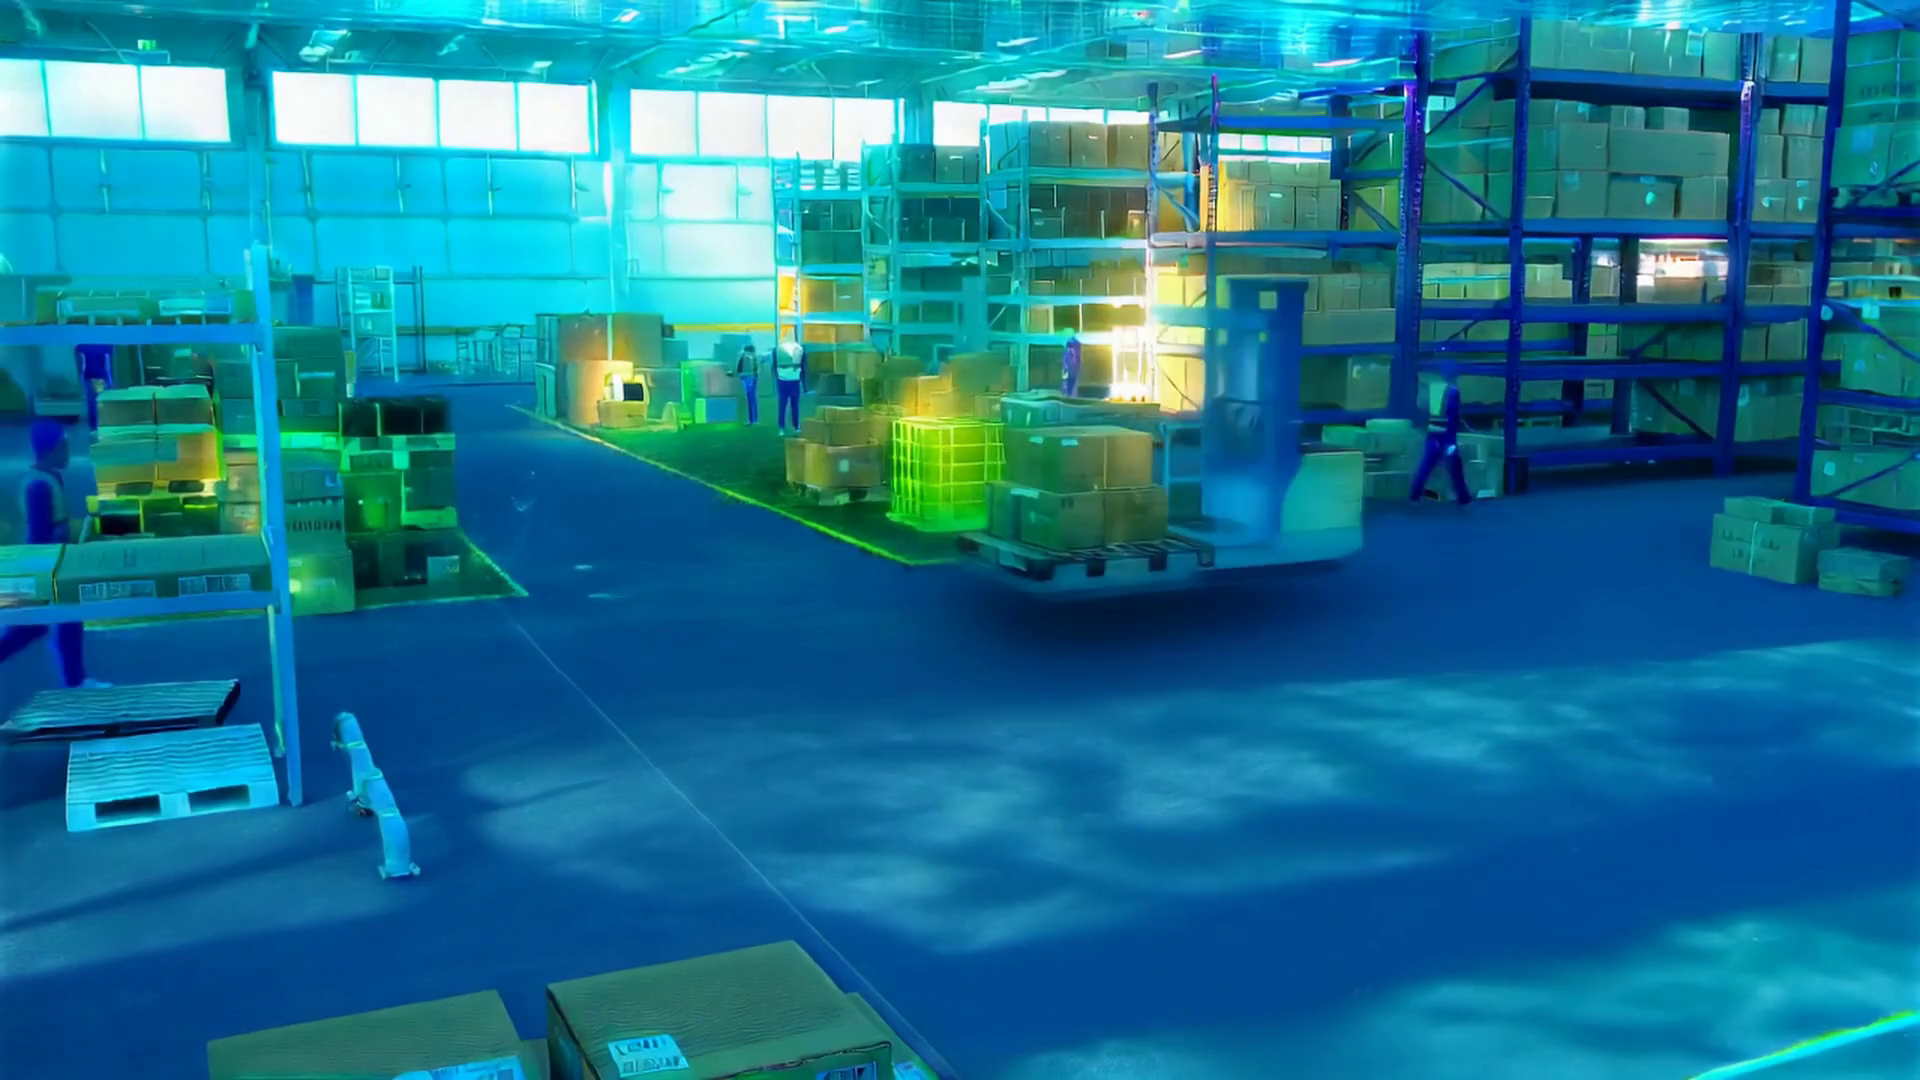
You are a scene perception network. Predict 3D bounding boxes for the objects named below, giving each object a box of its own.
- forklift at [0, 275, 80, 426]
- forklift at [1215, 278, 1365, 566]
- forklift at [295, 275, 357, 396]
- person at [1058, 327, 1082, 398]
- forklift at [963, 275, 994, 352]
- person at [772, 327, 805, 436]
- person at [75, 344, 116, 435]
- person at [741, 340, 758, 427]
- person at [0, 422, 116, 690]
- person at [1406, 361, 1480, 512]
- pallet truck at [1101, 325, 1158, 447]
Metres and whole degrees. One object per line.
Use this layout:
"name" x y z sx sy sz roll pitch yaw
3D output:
"forklift" -17.556 -3.518 30.915 1.873 2.768 1.129 -4 10 -25
"forklift" 3.085 -1.248 16.830 1.873 2.768 1.129 -4 10 -25
"forklift" -14.765 -4.605 37.660 1.873 2.768 1.129 -4 10 -25
"person" 2.110 -3.191 32.128 0.430 1.836 0.624 5 10 26
"forklift" 0.408 -4.550 37.318 1.873 2.768 1.129 -4 10 -25
"person" -3.020 -2.796 29.403 0.593 1.922 0.392 -2 9 -14
"person" -15.357 -2.836 29.595 0.635 1.939 0.366 -6 11 -32
"person" -3.949 -2.939 31.186 0.312 1.631 0.514 -1 9 -5
"person" -6.265 0.141 11.288 0.764 1.892 0.597 -4 10 -26
"person" 5.809 -1.241 20.028 0.989 1.835 0.594 -3 10 -20
"pallet truck" 2.881 -2.596 27.923 0.823 1.965 1.885 -1 9 -7
